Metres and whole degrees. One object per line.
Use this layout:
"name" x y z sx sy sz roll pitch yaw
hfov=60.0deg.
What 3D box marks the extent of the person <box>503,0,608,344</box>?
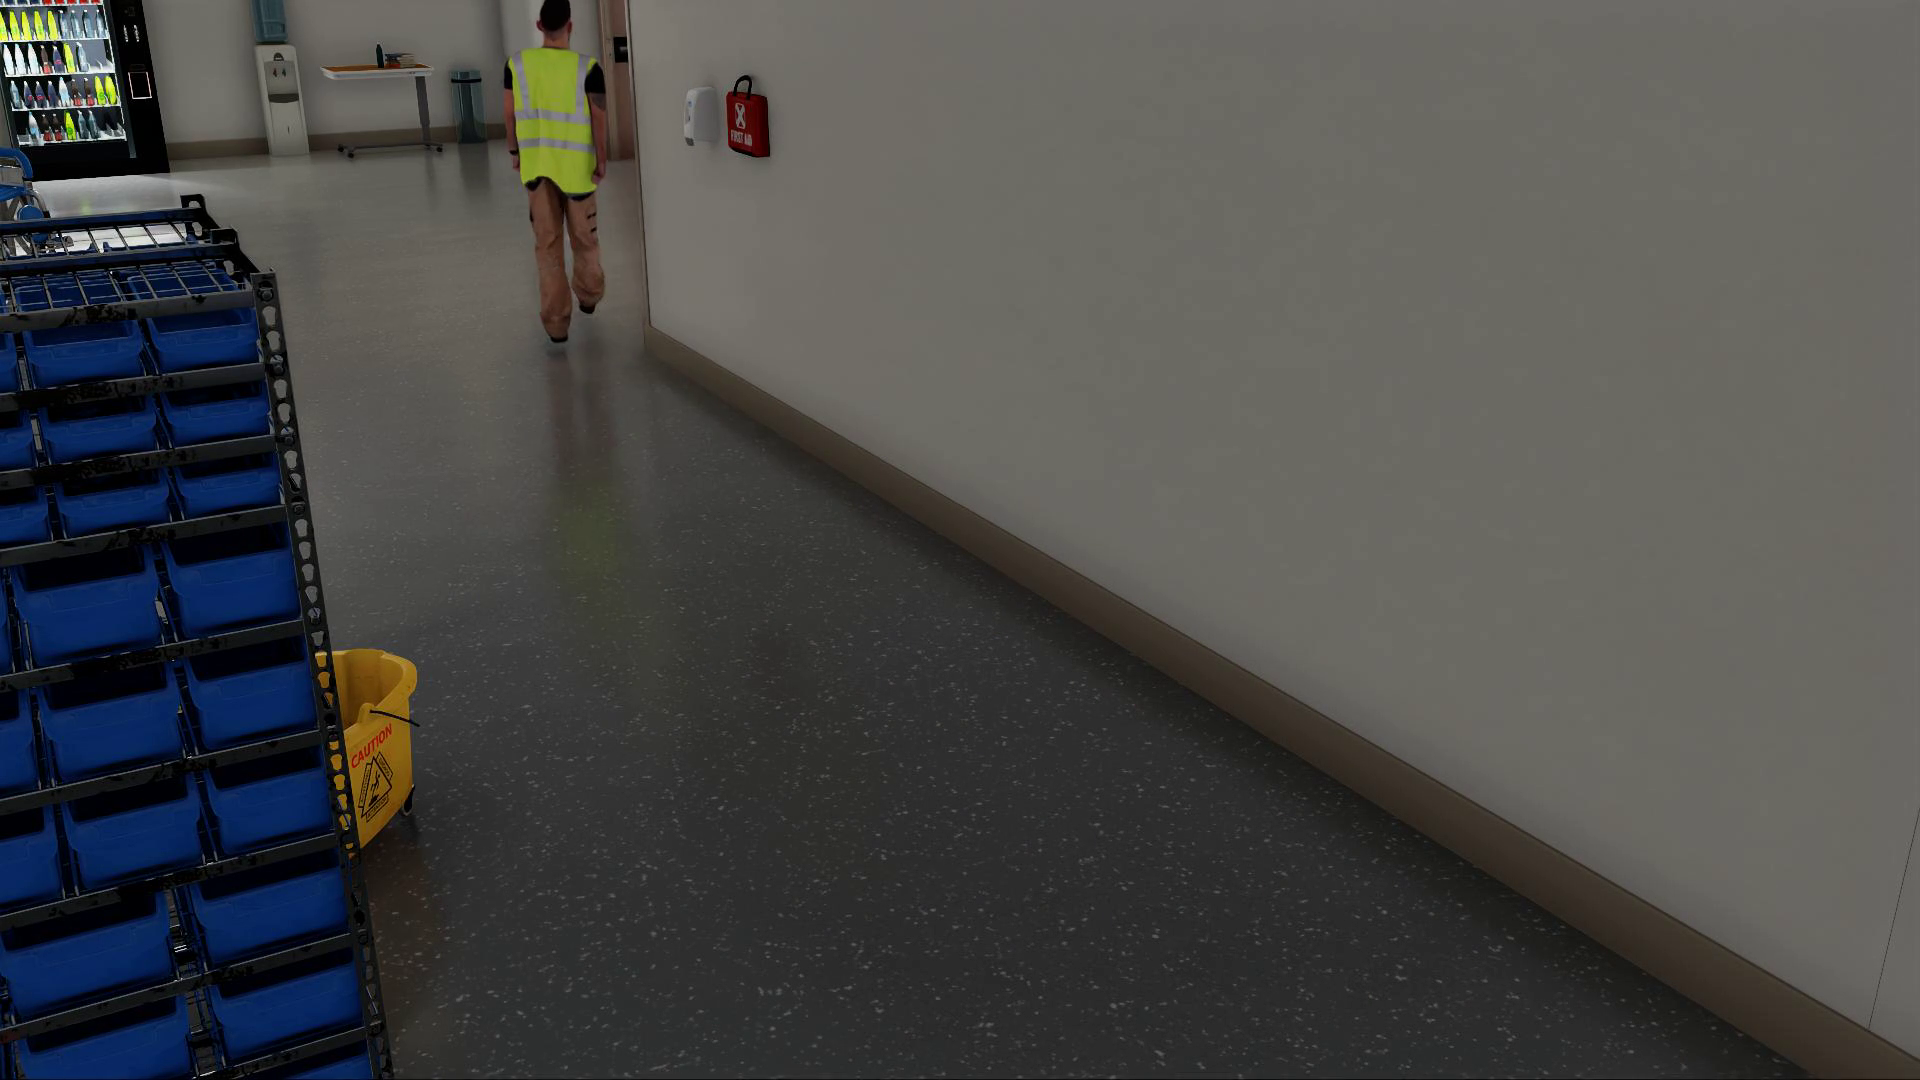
"person" -2.160 -1.942 8.942 1.206 1.781 1.035 -3 21 -9
